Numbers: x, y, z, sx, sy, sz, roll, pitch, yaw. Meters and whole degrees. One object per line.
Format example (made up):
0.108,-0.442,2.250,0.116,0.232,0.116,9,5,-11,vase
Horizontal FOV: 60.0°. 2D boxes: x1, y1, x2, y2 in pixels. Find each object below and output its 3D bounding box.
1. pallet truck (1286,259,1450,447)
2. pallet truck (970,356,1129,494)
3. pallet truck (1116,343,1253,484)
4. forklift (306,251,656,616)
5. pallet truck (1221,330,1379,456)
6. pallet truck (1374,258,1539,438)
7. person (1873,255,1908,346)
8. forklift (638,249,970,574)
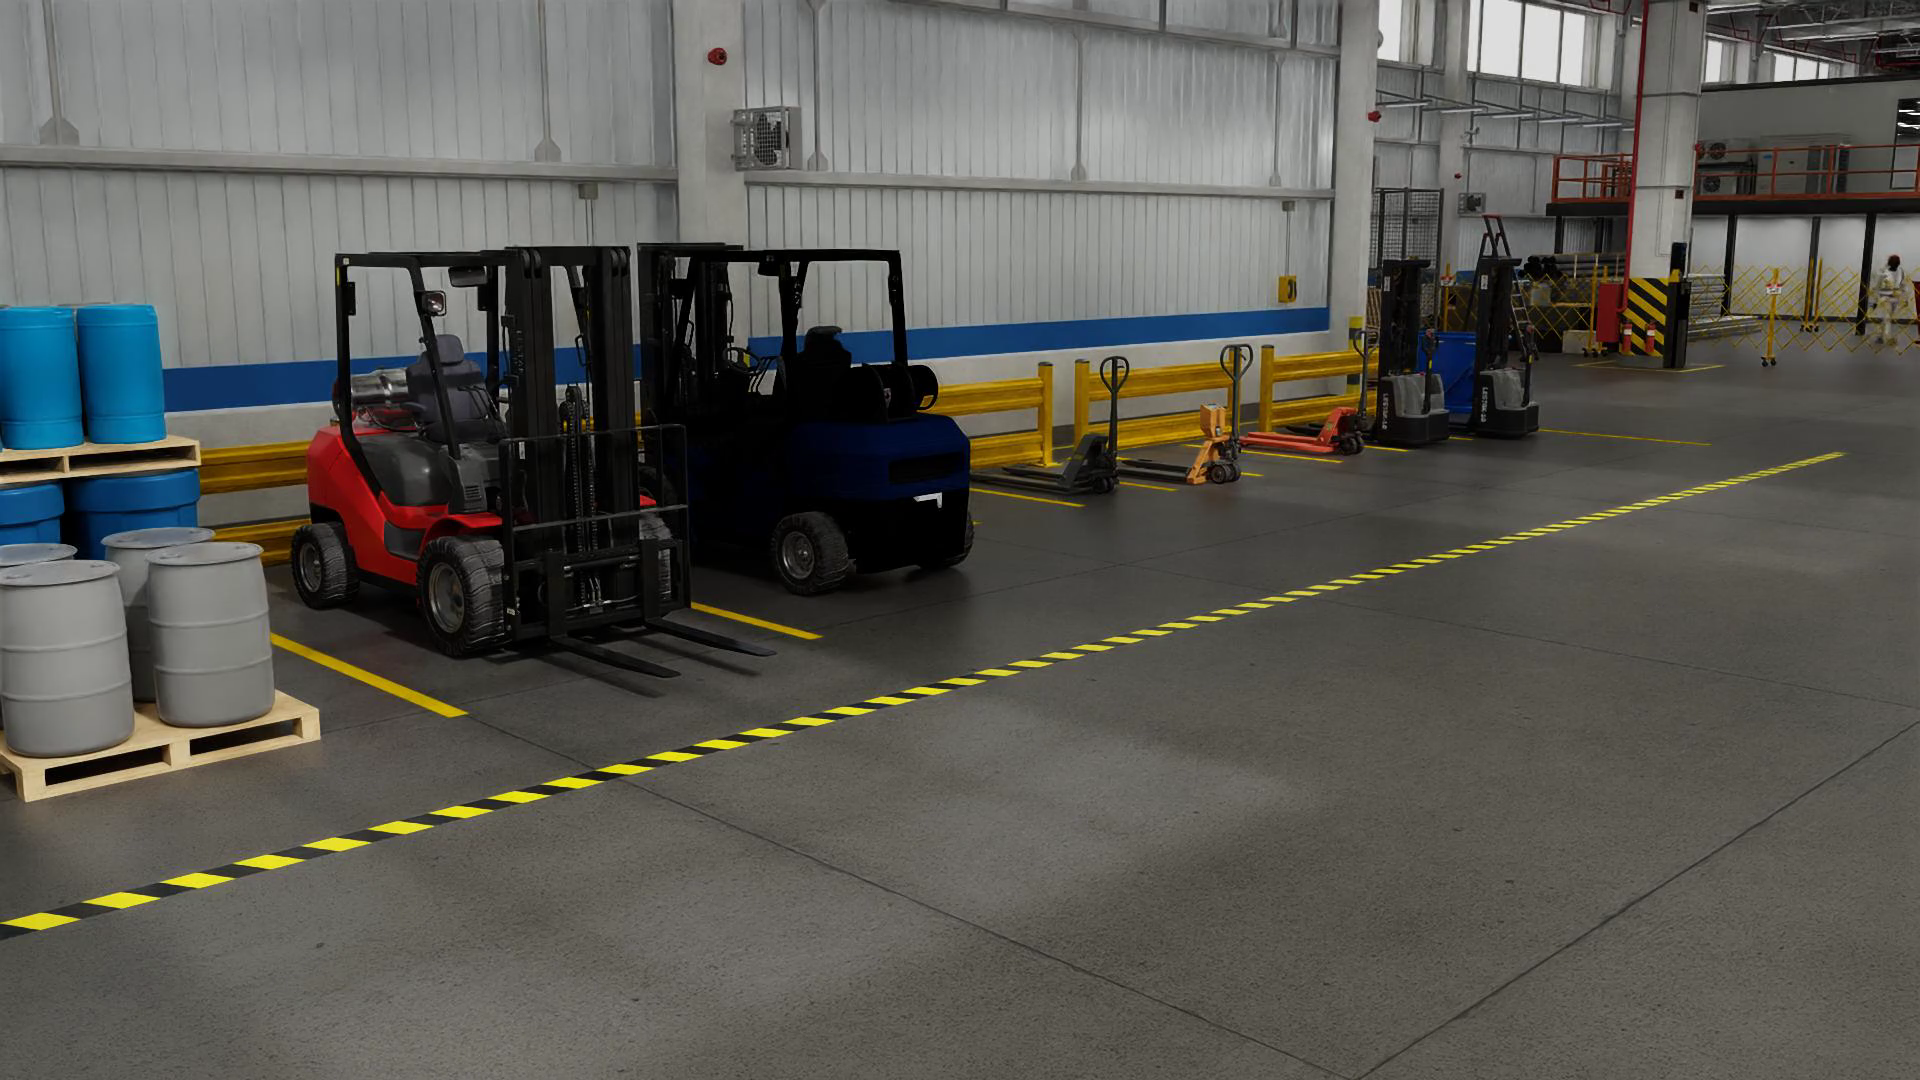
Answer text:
4.493,-2.078,18.196,0.823,1.965,1.885,-9,14,-40,pallet truck
0.784,-1.085,14.876,0.680,1.201,1.601,-10,14,-44,pallet truck
1.962,-1.215,15.415,1.522,1.261,0.704,10,14,43,pallet truck
-2.833,-0.669,9.694,1.157,1.987,2.680,-10,14,-44,forklift
3.563,-1.581,17.381,0.653,1.274,1.630,-10,14,-44,pallet truck
5.704,-2.208,18.901,1.885,1.965,0.823,10,14,43,pallet truck
19.089,-4.927,34.152,0.572,1.849,0.957,0,10,-2,person
-1.173,-0.958,11.239,2.680,1.987,1.157,10,14,43,forklift
